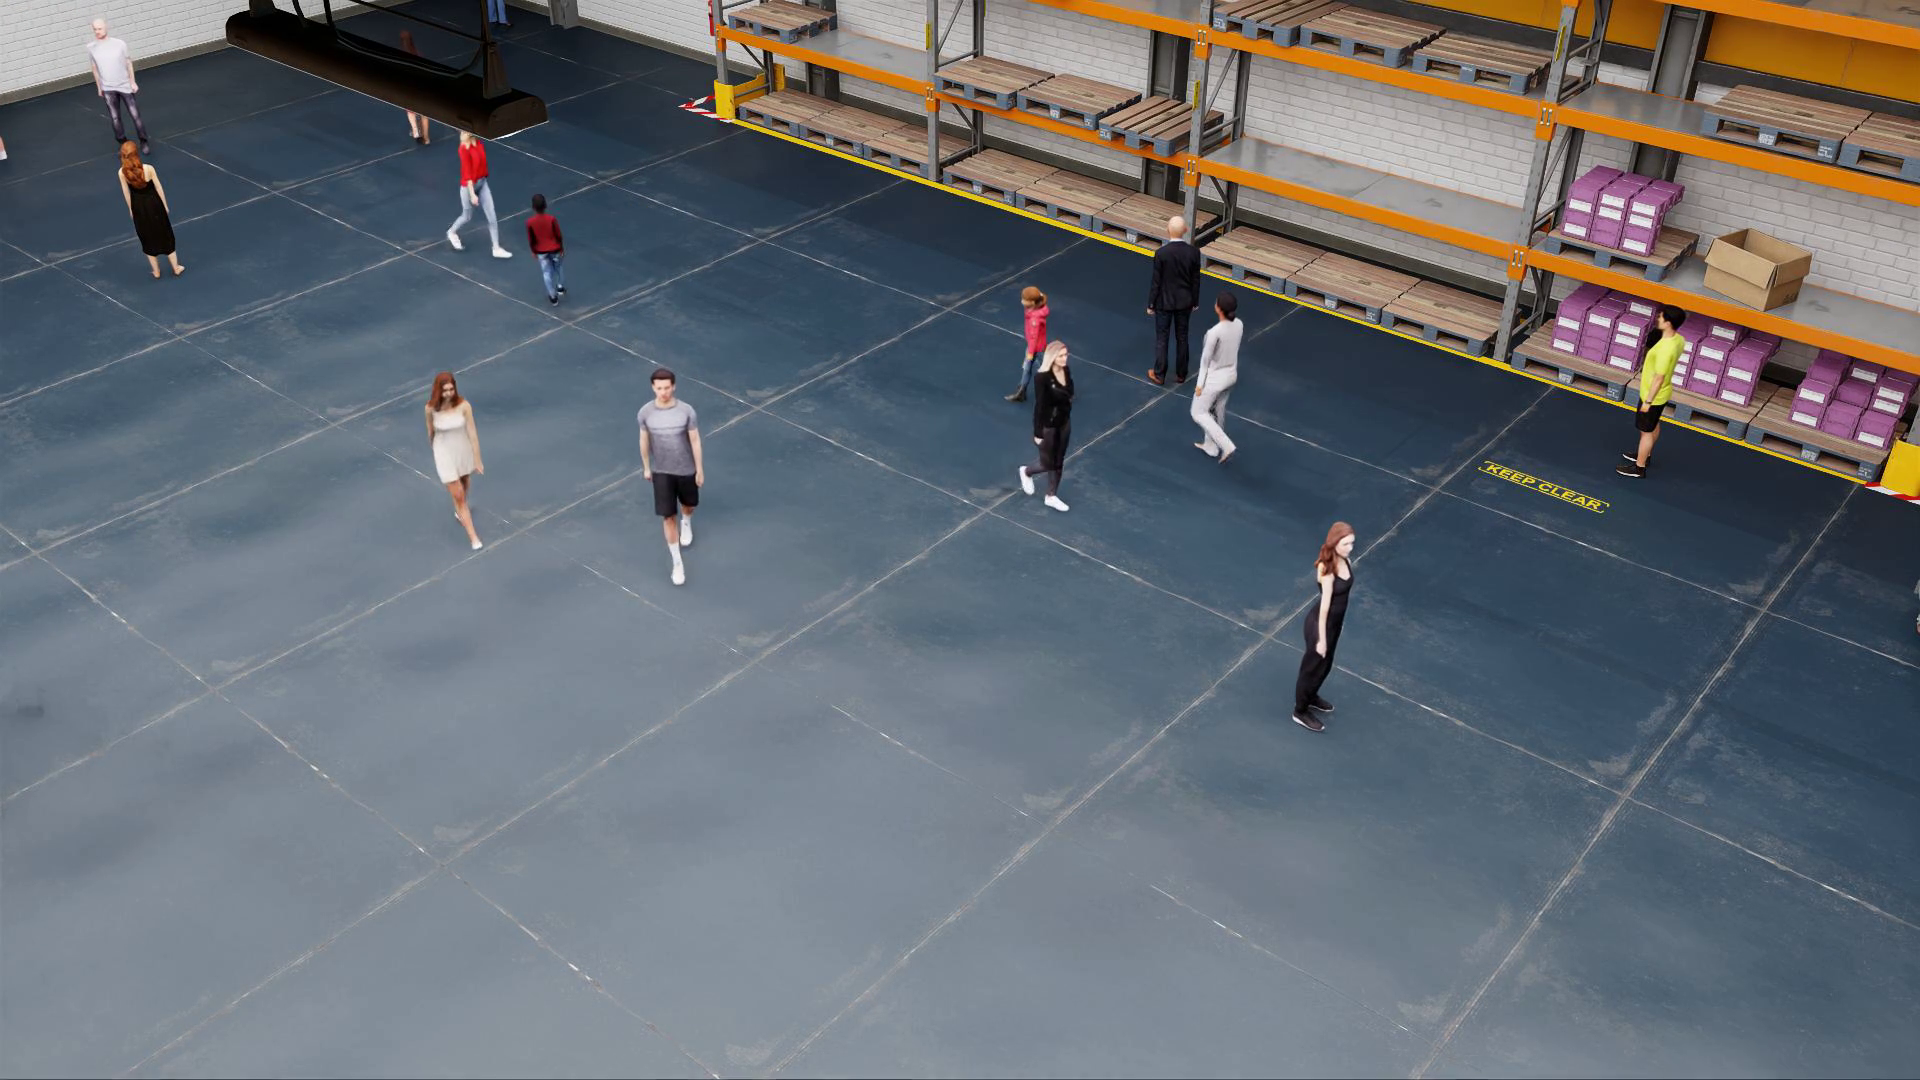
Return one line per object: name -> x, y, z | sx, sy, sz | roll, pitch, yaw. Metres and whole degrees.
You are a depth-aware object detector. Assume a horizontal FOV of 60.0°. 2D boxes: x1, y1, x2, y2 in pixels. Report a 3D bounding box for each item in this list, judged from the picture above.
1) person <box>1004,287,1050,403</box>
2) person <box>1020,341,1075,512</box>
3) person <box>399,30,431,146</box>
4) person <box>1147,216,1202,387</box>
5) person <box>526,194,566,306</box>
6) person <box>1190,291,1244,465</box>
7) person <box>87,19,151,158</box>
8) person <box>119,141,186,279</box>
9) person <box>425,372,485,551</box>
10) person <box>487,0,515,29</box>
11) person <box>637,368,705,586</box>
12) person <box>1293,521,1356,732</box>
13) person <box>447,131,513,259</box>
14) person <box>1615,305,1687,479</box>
person -> 0.842, -1.918, 16.615 | 0.917, 1.279, 0.882 | -3, 34, -5
person -> 0.762, -1.042, 14.940 | 0.652, 1.674, 0.791 | -29, 43, -36
person -> -7.465, -6.177, 22.791 | 0.701, 1.536, 0.819 | -16, 37, -23
person -> 2.170, -2.427, 16.913 | 0.762, 1.797, 0.808 | -4, 34, -7
person -> -4.611, -3.230, 18.628 | 0.670, 1.236, 0.770 | -10, 35, -14
person -> 2.465, -1.479, 15.558 | 0.713, 1.718, 0.858 | -26, 41, -33
person -> -11.358, -6.116, 22.432 | 0.755, 1.831, 0.780 | -8, 34, -11
person -> -9.352, -3.807, 19.144 | 0.671, 1.625, 0.707 | -11, 35, -16
person -> -4.454, -0.773, 14.575 | 0.960, 1.631, 1.260 | -10, 35, -15
person -> -7.680, -9.346, 27.324 | 0.485, 1.795, 0.698 | 21, 39, 29
person -> -2.428, -0.652, 14.207 | 1.149, 1.836, 1.238 | -4, 34, -6
person -> 2.709, 0.612, 12.389 | 0.564, 1.743, 0.608 | 18, 38, 25
person -> -5.779, -4.127, 19.584 | 1.165, 1.671, 0.832 | 16, 37, 23
person -> 6.470, -1.389, 15.431 | 0.552, 1.708, 0.634 | 21, 39, 29
